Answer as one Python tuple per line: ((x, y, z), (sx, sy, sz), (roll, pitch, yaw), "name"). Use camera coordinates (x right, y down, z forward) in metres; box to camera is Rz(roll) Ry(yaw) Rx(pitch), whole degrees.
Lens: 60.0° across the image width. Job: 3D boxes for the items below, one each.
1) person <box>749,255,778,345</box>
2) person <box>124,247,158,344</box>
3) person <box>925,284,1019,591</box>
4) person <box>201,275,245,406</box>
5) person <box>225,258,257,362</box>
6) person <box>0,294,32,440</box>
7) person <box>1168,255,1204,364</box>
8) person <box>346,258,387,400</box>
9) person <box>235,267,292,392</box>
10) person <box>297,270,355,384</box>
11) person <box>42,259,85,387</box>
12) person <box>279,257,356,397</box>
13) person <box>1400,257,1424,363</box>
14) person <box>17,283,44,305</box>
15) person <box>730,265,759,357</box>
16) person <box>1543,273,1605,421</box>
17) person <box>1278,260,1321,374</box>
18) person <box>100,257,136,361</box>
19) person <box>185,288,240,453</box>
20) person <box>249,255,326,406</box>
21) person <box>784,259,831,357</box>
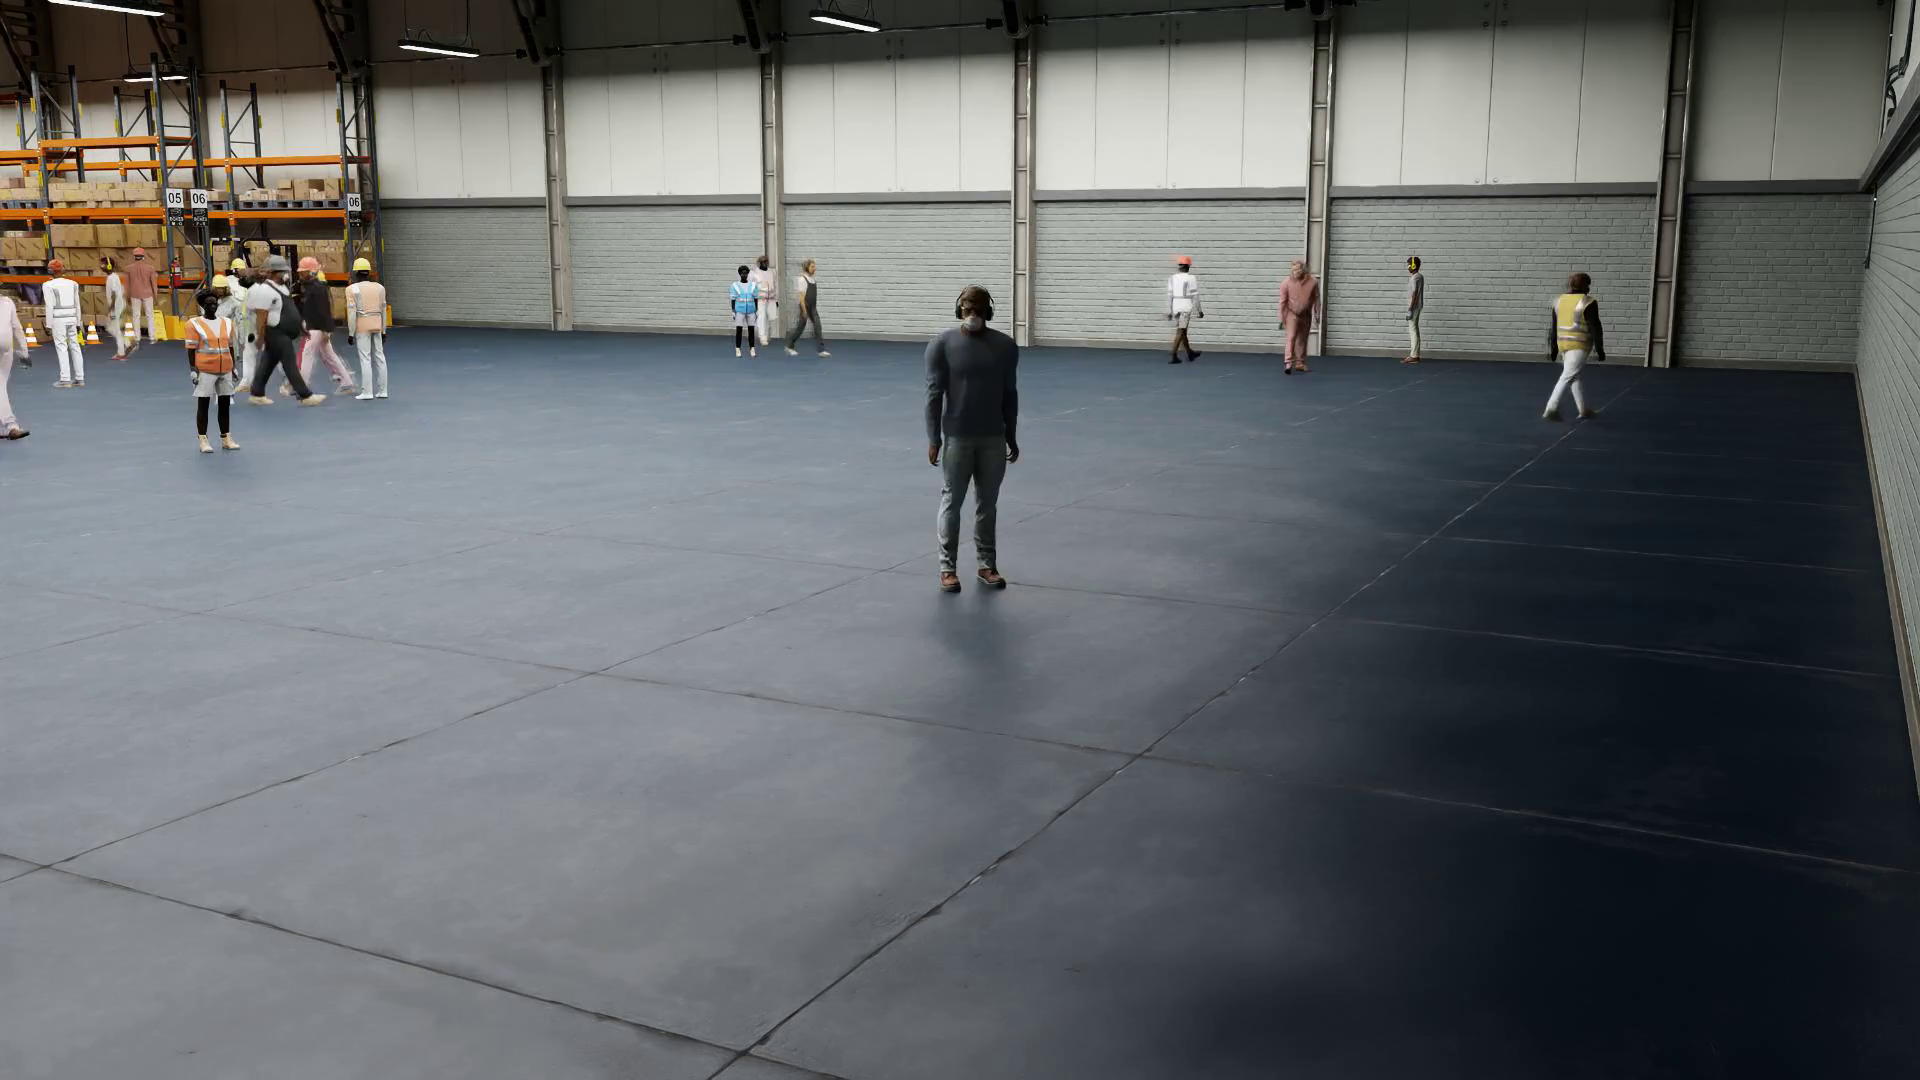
((-4.007, -4.907, 34.067), (0.648, 1.831, 0.441), (-6, 12, -30), "person")
((-16.899, -5.039, 34.375), (0.612, 1.987, 0.403), (-4, 11, -20), "person")
((0.090, -0.632, 10.526), (0.638, 1.936, 0.437), (-4, 11, -21), "person")
((-9.664, -2.608, 21.835), (0.516, 1.706, 0.808), (-4, 11, -23), "person")
((-12.805, -4.088, 29.614), (0.404, 1.827, 0.600), (6, 12, 30), "person")
((-10.482, -2.024, 18.225), (0.905, 1.868, 0.679), (4, 11, 19), "person")
((3.985, -4.056, 29.282), (0.955, 1.887, 0.556), (-8, 13, -38), "person")
((-8.117, -2.879, 22.752), (0.384, 1.928, 0.589), (8, 13, 38), "person")
((-9.998, -3.011, 23.857), (0.915, 1.798, 0.613), (-6, 12, -30), "person")
((-9.707, -3.213, 25.166), (0.960, 1.712, 0.505), (-4, 11, -20), "person")
((-13.279, -3.199, 24.621), (0.349, 1.881, 0.577), (4, 11, 23), "person")
((-8.996, -2.970, 23.242), (1.017, 1.938, 0.636), (-4, 11, -20), "person")
((8.009, -4.065, 29.400), (0.329, 1.865, 0.508), (6, 12, 28), "person")
((-22.908, -6.194, 40.995), (0.944, 1.868, 0.650), (5, 12, 26), "person")
((-3.970, -4.211, 30.670), (0.529, 1.689, 0.321), (-4, 11, -20), "person")
((7.451, -2.332, 20.164), (0.972, 1.799, 0.630), (-4, 11, -22), "person")
((5.514, -3.627, 27.099), (0.706, 1.834, 0.854), (-1, 10, -8), "person")
((-15.159, -4.142, 29.835), (0.432, 1.859, 0.509), (-6, 12, -31), "person")
((-7.744, -1.756, 17.255), (0.317, 1.695, 0.540), (8, 13, 36), "person")
((-8.962, -2.776, 21.884), (1.052, 2.000, 0.685), (-1, 10, -7), "person")
((-2.872, -4.298, 30.846), (0.943, 1.809, 0.523), (6, 12, 31), "person")
